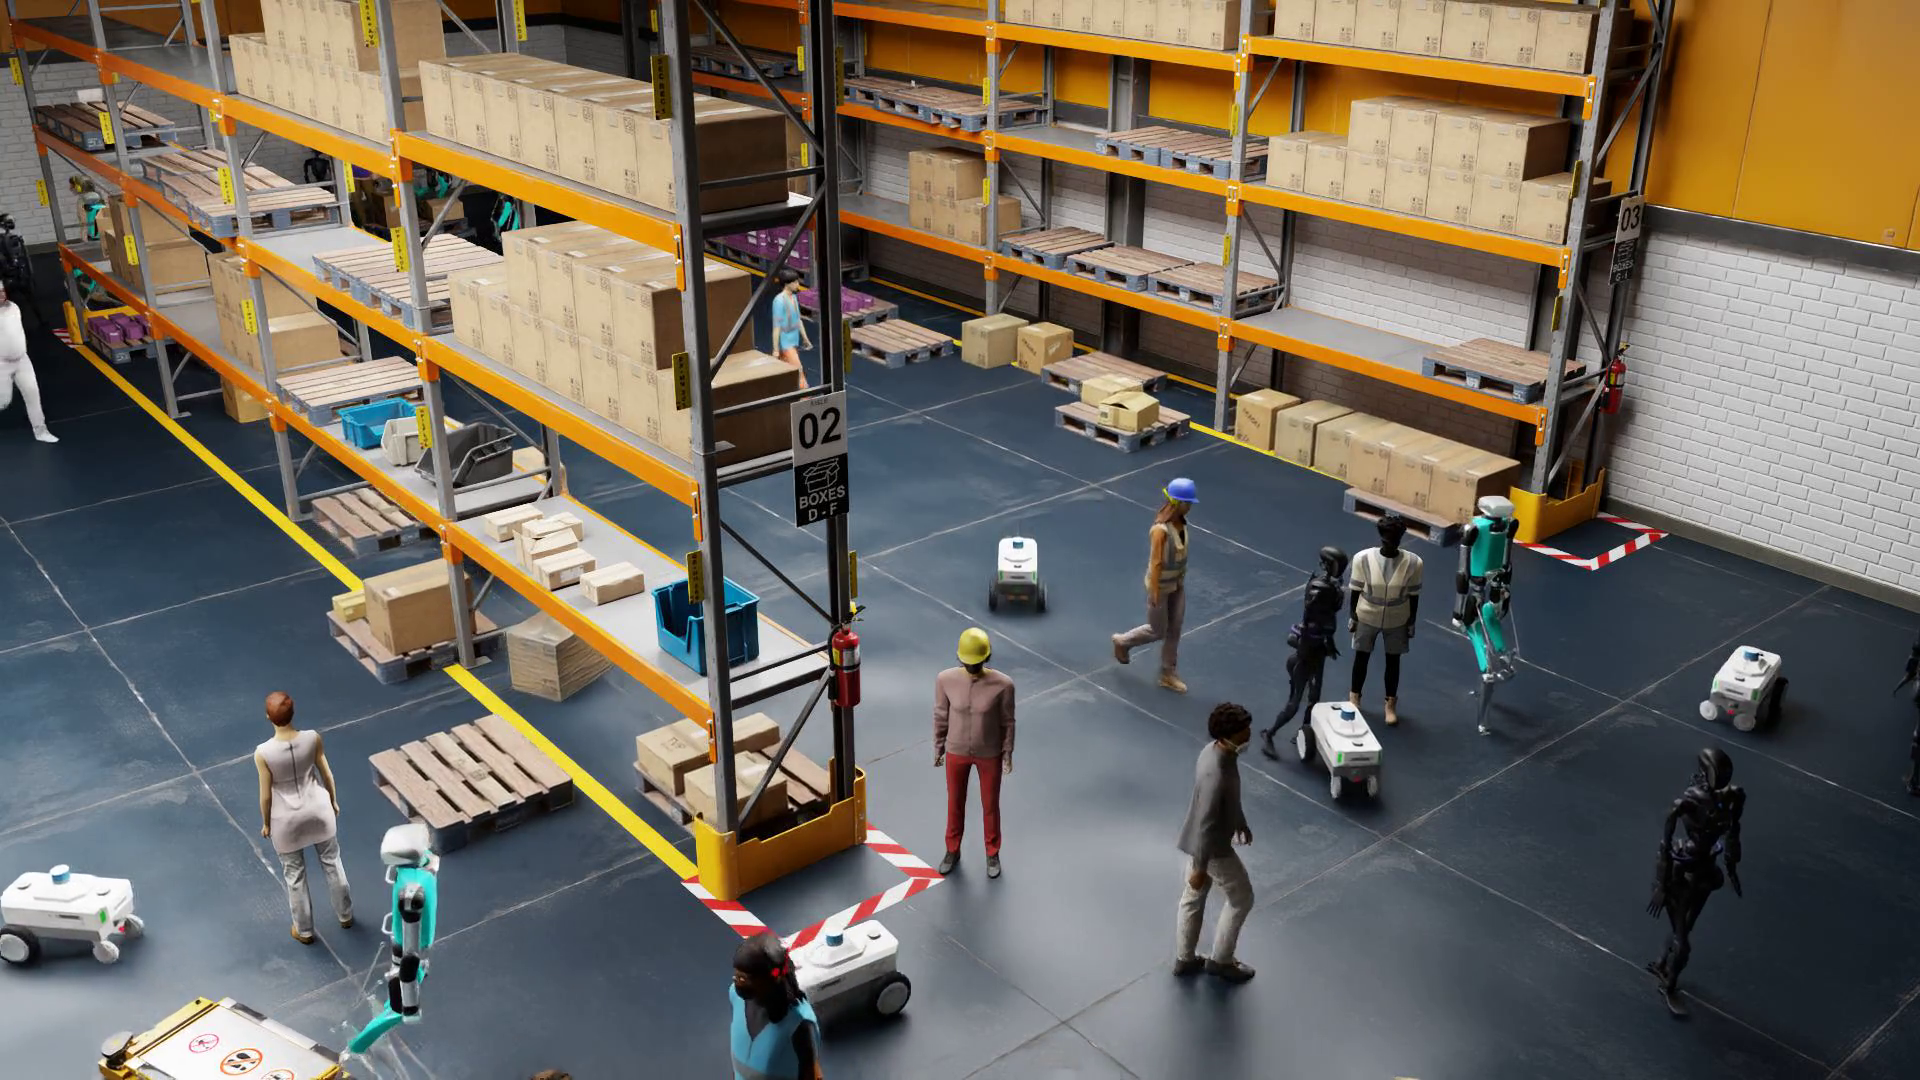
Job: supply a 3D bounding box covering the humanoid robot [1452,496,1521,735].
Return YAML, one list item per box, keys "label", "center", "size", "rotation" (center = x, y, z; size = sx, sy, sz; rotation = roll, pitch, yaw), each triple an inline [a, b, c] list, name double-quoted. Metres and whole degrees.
- label: "humanoid robot"
  center: [4.058, 0.601, 12.465]
  size: [0.584, 1.790, 0.835]
  rotation: [-13, 26, -27]

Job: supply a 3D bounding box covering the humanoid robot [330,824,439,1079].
- label: "humanoid robot"
  center: [-2.972, 2.304, 8.547]
  size: [0.742, 1.854, 0.561]
  rotation: [-5, 24, -11]

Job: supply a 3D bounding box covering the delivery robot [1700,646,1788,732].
- label: "delivery robot"
  center: [6.026, 1.102, 12.750]
  size: [0.502, 0.611, 0.782]
  rotation: [17, 29, 34]

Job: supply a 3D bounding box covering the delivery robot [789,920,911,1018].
- label: "delivery robot"
  center: [-0.695, 2.481, 9.542]
  size: [0.789, 0.598, 0.499]
  rotation: [-15, 27, -30]

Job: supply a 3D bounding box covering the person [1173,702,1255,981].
- label: "person"
  center: [1.535, 1.749, 9.572]
  size: [0.584, 1.877, 0.492]
  rotation: [-3, 24, -8]

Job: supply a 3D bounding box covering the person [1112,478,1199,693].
- label: "person"
  center: [1.542, 0.328, 13.001]
  size: [0.608, 1.752, 0.498]
  rotation: [18, 29, 36]

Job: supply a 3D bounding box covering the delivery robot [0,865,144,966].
- label: "delivery robot"
  center: [-5.400, 2.240, 10.076]
  size: [0.766, 0.579, 0.499]
  rotation: [3, 24, 6]

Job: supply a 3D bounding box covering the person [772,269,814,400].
- label: "person"
  center: [-1.861, -2.235, 18.975]
  size: [0.901, 1.719, 0.531]
  rotation: [5, 24, 12]

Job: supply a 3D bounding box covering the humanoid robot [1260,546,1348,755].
- label: "humanoid robot"
  center: [2.509, 0.780, 12.073]
  size: [0.488, 1.645, 0.611]
  rotation: [16, 28, 33]

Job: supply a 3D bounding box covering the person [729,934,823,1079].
- label: "person"
  center: [-0.818, 2.584, 7.666]
  size: [0.531, 1.848, 0.616]
  rotation: [15, 28, 32]

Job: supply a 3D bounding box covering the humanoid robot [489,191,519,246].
- label: "humanoid robot"
  center: [-6.981, -5.063, 25.663]
  size: [0.538, 1.914, 0.707]
  rotation: [9, 25, 20]

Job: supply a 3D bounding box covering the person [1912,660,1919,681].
- label: "person"
  center: [7.814, 0.261, 12.957]
  size: [0.547, 1.925, 0.387]
  rotation: [14, 27, 29]

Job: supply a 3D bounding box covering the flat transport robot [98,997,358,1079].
- label: "flat transport robot"
  center: [-3.922, 2.879, 8.976]
  size: [1.431, 0.231, 0.659]
  rotation: [13, 27, 28]

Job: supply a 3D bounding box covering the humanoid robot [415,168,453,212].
- label: "humanoid robot"
  center: [-8.898, -6.037, 27.842]
  size: [1.013, 1.782, 0.539]
  rotation: [12, 26, 26]

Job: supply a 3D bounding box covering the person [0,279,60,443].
- label: "person"
  center: [-10.432, -1.956, 18.141]
  size: [0.803, 1.874, 0.638]
  rotation: [9, 25, 21]

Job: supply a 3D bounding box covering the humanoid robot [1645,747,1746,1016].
- label: "humanoid robot"
  center: [4.202, 1.913, 9.448]
  size: [0.591, 1.644, 0.567]
  rotation: [-9, 25, -19]

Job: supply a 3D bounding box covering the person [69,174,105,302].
- label: "person"
  center: [-12.153, -4.263, 23.549]
  size: [0.776, 1.840, 0.566]
  rotation: [-4, 24, -10]

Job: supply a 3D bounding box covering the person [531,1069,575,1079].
- label: "person"
  center: [-1.701, 2.935, 6.890]
  size: [0.455, 1.820, 0.609]
  rotation: [17, 29, 34]

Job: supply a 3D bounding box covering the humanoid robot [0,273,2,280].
- label: "humanoid robot"
  center: [-12.328, -3.074, 21.042]
  size: [0.543, 1.900, 0.712]
  rotation: [-8, 25, -17]

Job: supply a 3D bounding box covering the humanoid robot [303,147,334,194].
- label: "humanoid robot"
  center: [-10.339, -5.613, 26.924]
  size: [0.600, 1.644, 0.515]
  rotation: [5, 24, 12]

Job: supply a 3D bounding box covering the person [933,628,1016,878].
- label: "person"
  center: [0.086, 1.356, 10.615]
  size: [0.532, 1.766, 0.314]
  rotation: [3, 24, 7]

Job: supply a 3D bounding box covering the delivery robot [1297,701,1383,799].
- label: "delivery robot"
  center: [2.754, 1.460, 11.887]
  size: [0.499, 0.583, 0.759]
  rotation: [-2, 23, -4]

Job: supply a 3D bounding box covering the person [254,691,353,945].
- label: "person"
  center: [-3.975, 1.666, 10.030]
  size: [0.459, 1.656, 0.270]
  rotation: [-17, 29, -34]

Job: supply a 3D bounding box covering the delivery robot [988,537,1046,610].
- label: "delivery robot"
  center: [0.507, 0.283, 14.648]
  size: [0.499, 0.611, 0.809]
  rotation: [1, 23, 2]

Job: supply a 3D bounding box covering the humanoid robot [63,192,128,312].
- label: "humanoid robot"
  center: [-11.873, -3.836, 22.673]
  size: [0.556, 1.750, 0.973]
  rotation: [20, 31, 39]

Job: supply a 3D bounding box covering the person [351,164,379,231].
- label: "person"
  center: [-9.876, -5.973, 27.423]
  size: [0.567, 1.905, 0.489]
  rotation: [3, 24, 7]

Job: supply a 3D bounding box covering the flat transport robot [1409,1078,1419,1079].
- label: "flat transport robot"
  center: [2.483, 3.321, 7.952]
  size: [1.431, 0.231, 0.659]
  rotation: [6, 24, 14]

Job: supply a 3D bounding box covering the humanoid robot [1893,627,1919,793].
- label: "humanoid robot"
  center: [6.839, 1.004, 11.535]
  size: [0.588, 1.656, 0.342]
  rotation: [9, 25, 21]

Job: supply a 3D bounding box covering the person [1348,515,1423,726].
- label: "person"
  center: [3.166, 0.592, 12.477]
  size: [0.532, 1.692, 0.320]
  rotation: [5, 24, 11]

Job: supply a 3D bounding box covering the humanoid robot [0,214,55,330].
- label: "humanoid robot"
  center: [-12.543, -3.519, 22.078]
  size: [0.589, 1.624, 0.785]
  rotation: [5, 24, 12]
